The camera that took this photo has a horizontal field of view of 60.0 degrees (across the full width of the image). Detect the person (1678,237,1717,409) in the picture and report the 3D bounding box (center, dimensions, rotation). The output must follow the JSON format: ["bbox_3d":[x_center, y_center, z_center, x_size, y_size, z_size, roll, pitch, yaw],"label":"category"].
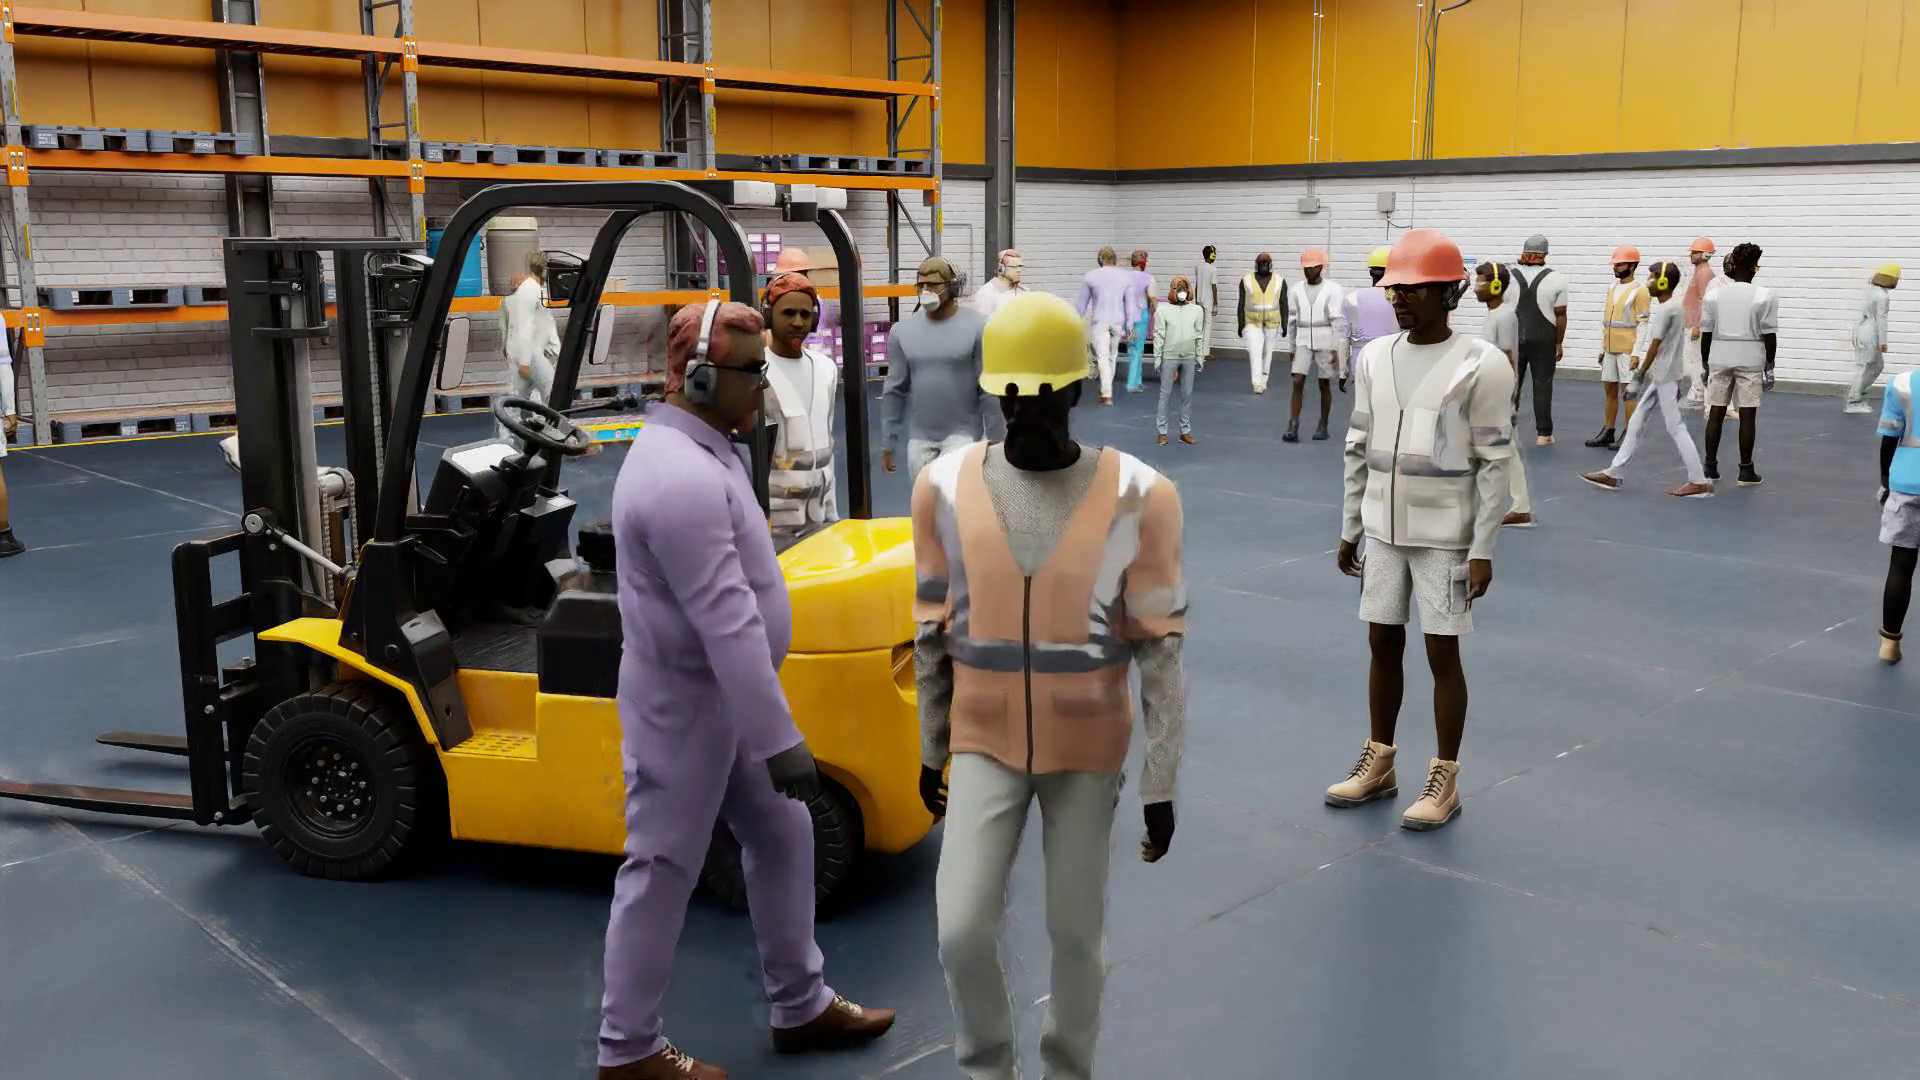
[{"bbox_3d":[8.629,-2.533,19.469,0.369,1.996,0.622,4,11,21],"label":"person"}]

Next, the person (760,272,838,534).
[{"bbox_3d":[-0.669,-0.088,6.459,0.361,1.882,0.575,8,13,37],"label":"person"}]

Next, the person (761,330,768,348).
[{"bbox_3d":[-0.979,-0.214,7.806,0.310,1.638,0.522,3,11,18],"label":"person"}]

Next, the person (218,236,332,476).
[{"bbox_3d":[-5.733,-1.505,13.815,0.800,2.023,0.612,-4,11,-22],"label":"person"}]

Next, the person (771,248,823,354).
[{"bbox_3d":[-1.254,-1.246,12.645,0.427,1.927,0.567,-4,11,-20],"label":"person"}]

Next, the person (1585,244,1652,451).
[{"bbox_3d":[6.235,-1.813,15.714,0.359,1.938,0.544,-4,11,-20],"label":"person"}]

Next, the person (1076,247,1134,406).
[{"bbox_3d":[1.754,-2.568,20.012,0.663,1.885,0.961,-3,11,-14],"label":"person"}]

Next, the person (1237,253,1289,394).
[{"bbox_3d":[3.916,-2.798,21.492,0.639,1.797,0.945,1,10,5],"label":"person"}]

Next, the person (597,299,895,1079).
[{"bbox_3d":[-0.485,0.392,3.853,0.834,1.872,0.652,-1,10,-3],"label":"person"}]

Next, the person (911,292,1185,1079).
[{"bbox_3d":[0.167,0.445,3.485,0.595,1.907,0.531,2,11,11],"label":"person"}]

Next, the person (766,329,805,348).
[{"bbox_3d":[-1.325,-1.111,12.684,0.307,1.645,0.519,-8,13,-37],"label":"person"}]

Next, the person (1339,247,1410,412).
[{"bbox_3d":[3.325,-1.362,13.284,0.594,1.924,0.384,4,11,21],"label":"person"}]

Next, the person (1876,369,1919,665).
[{"bbox_3d":[4.549,-0.230,7.735,0.540,1.696,0.317,9,14,41],"label":"person"}]

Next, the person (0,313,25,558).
[{"bbox_3d":[-6.207,-0.839,10.400,0.553,1.935,0.362,-4,11,-19],"label":"person"}]

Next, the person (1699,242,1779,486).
[{"bbox_3d":[6.312,-1.422,13.502,0.605,1.966,0.367,9,14,41],"label":"person"}]

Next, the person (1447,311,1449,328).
[{"bbox_3d":[4.873,-2.064,17.552,0.533,1.767,0.325,6,12,32],"label":"person"}]

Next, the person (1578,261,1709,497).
[{"bbox_3d":[5.415,-1.248,12.964,0.980,1.820,0.513,5,11,24],"label":"person"}]

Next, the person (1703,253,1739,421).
[{"bbox_3d":[8.435,-2.229,18.243,0.626,1.843,0.429,-6,12,-30],"label":"person"}]

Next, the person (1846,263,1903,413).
[{"bbox_3d":[10.374,-2.282,18.889,0.467,1.706,0.522,3,11,16],"label":"person"}]

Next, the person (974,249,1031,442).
[{"bbox_3d":[0.426,-1.551,14.376,0.660,1.903,0.404,-9,14,-42],"label":"person"}]

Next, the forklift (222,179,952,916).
[{"bbox_3d":[-1.114,-0.058,5.440,2.313,2.155,1.214,2,11,13],"label":"forklift"}]

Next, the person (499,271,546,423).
[{"bbox_3d":[-4.678,-2.052,17.830,0.513,1.640,0.309,2,11,11],"label":"person"}]

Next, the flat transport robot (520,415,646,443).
[{"bbox_3d":[-3.472,-1.065,16.180,1.431,0.197,0.652,-8,13,-36],"label":"flat transport robot"}]

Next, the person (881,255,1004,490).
[{"bbox_3d":[-0.128,-0.492,8.558,0.651,1.916,0.600,5,12,25],"label":"person"}]

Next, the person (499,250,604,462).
[{"bbox_3d":[-3.685,-1.618,14.780,1.004,1.879,0.653,-2,11,-12],"label":"person"}]

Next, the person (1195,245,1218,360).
[{"bbox_3d":[3.999,-3.839,26.990,0.329,1.861,0.504,-8,13,-36],"label":"person"}]

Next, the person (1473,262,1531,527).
[{"bbox_3d":[3.586,-0.995,11.561,0.922,1.817,0.561,2,11,13],"label":"person"}]

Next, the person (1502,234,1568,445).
[{"bbox_3d":[5.538,-1.947,16.161,0.684,2.000,0.536,5,12,27],"label":"person"}]

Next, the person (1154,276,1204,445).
[{"bbox_3d":[2.123,-1.741,16.146,0.508,1.632,0.265,-2,11,-13],"label":"person"}]

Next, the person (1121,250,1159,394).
[{"bbox_3d":[2.351,-2.792,21.350,0.688,1.825,0.580,-8,13,-38],"label":"person"}]

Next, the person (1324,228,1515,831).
[{"bbox_3d":[1.556,-0.031,5.707,0.372,2.042,0.615,-9,14,-40],"label":"person"}]

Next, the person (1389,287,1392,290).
[{"bbox_3d":[3.861,-1.523,15.047,0.517,1.585,0.796,6,12,31],"label":"person"}]

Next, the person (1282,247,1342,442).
[{"bbox_3d":[3.439,-1.890,16.241,0.570,1.897,0.887,5,12,27],"label":"person"}]
